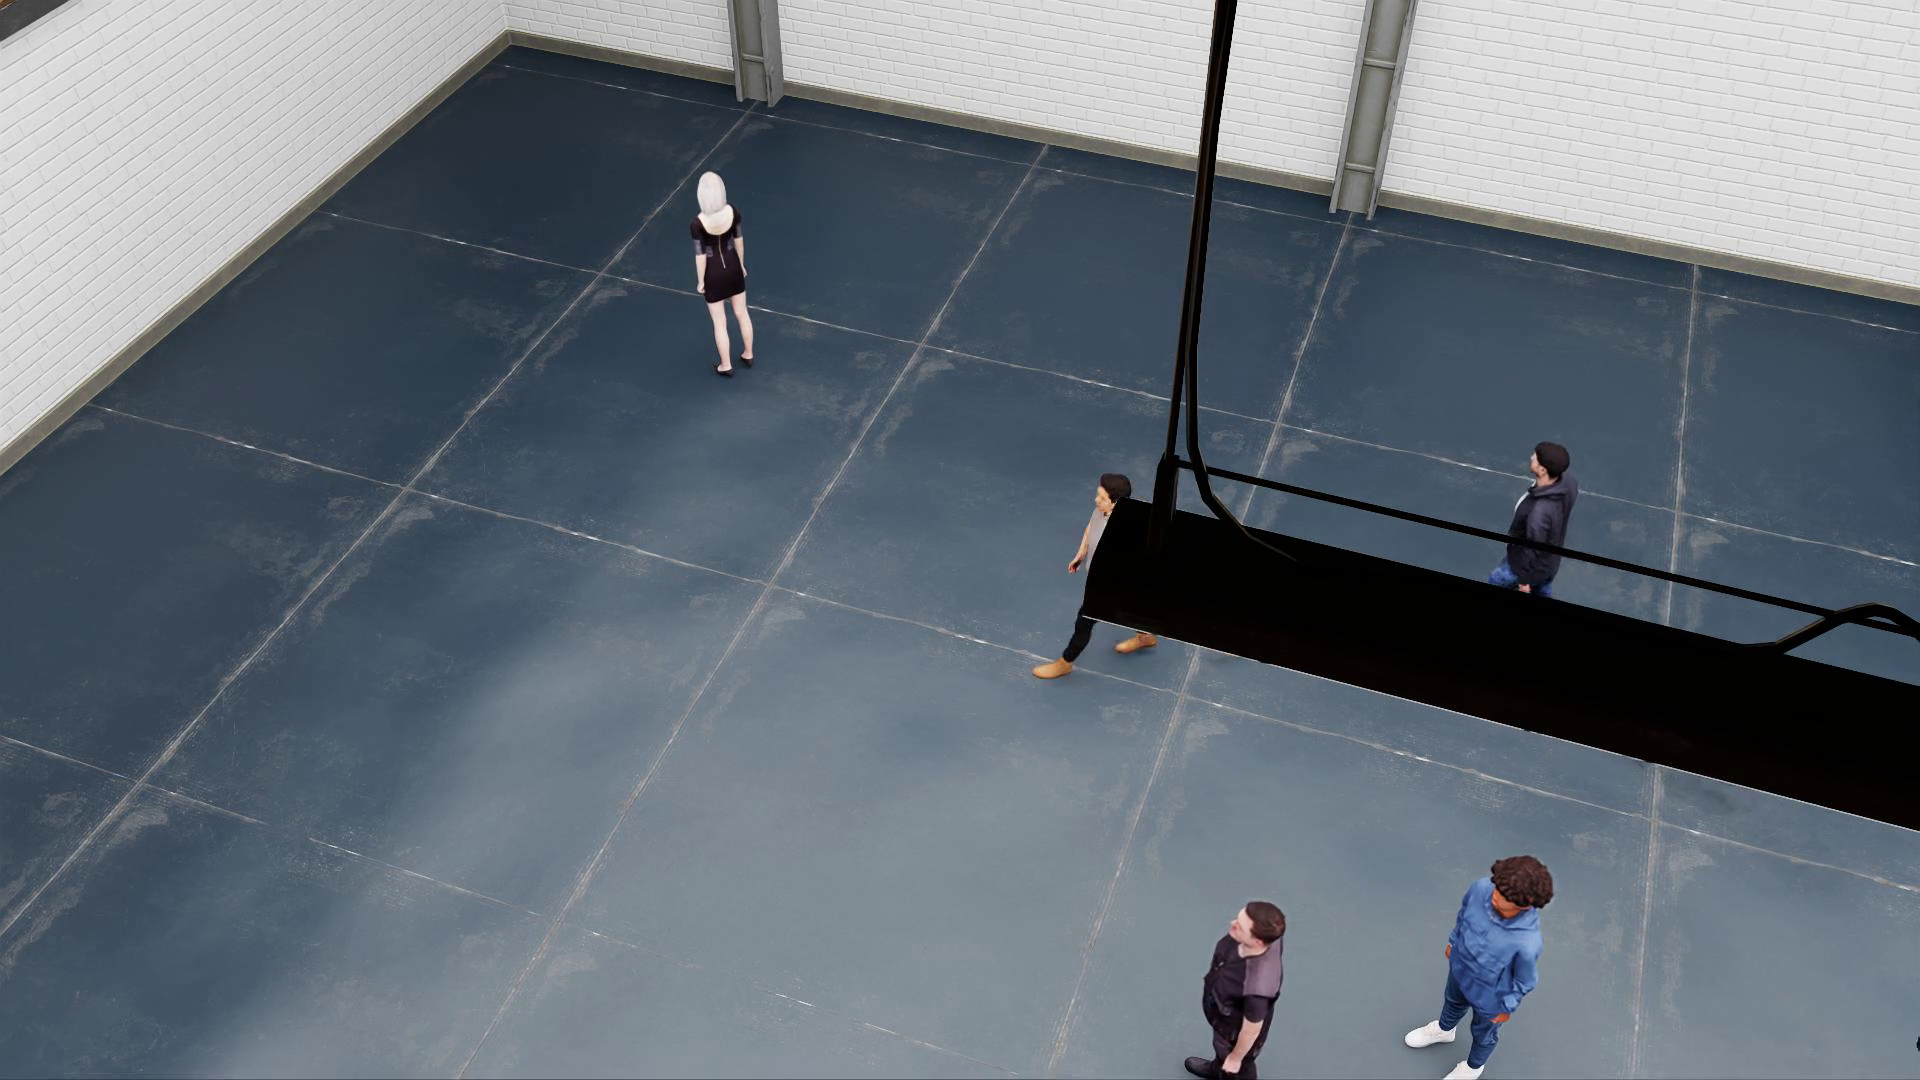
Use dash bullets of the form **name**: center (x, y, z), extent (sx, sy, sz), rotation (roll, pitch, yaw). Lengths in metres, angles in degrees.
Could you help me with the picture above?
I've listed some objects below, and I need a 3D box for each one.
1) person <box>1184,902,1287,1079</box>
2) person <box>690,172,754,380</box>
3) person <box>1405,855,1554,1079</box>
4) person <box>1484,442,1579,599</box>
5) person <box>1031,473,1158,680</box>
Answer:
- **person**: center (1.398, 2.360, 8.288), extent (0.679, 1.845, 0.772), rotation (5, 44, 5)
- **person**: center (-1.846, -2.053, 12.932), extent (0.643, 1.829, 0.671), rotation (-25, 49, -24)
- **person**: center (2.682, 2.201, 8.481), extent (0.801, 1.810, 0.753), rotation (-16, 46, -16)
- **person**: center (3.716, 0.192, 10.573), extent (1.271, 1.833, 0.986), rotation (33, 52, 30)
- **person**: center (1.022, 0.210, 10.664), extent (1.205, 1.680, 0.982), rotation (-7, 44, -8)
